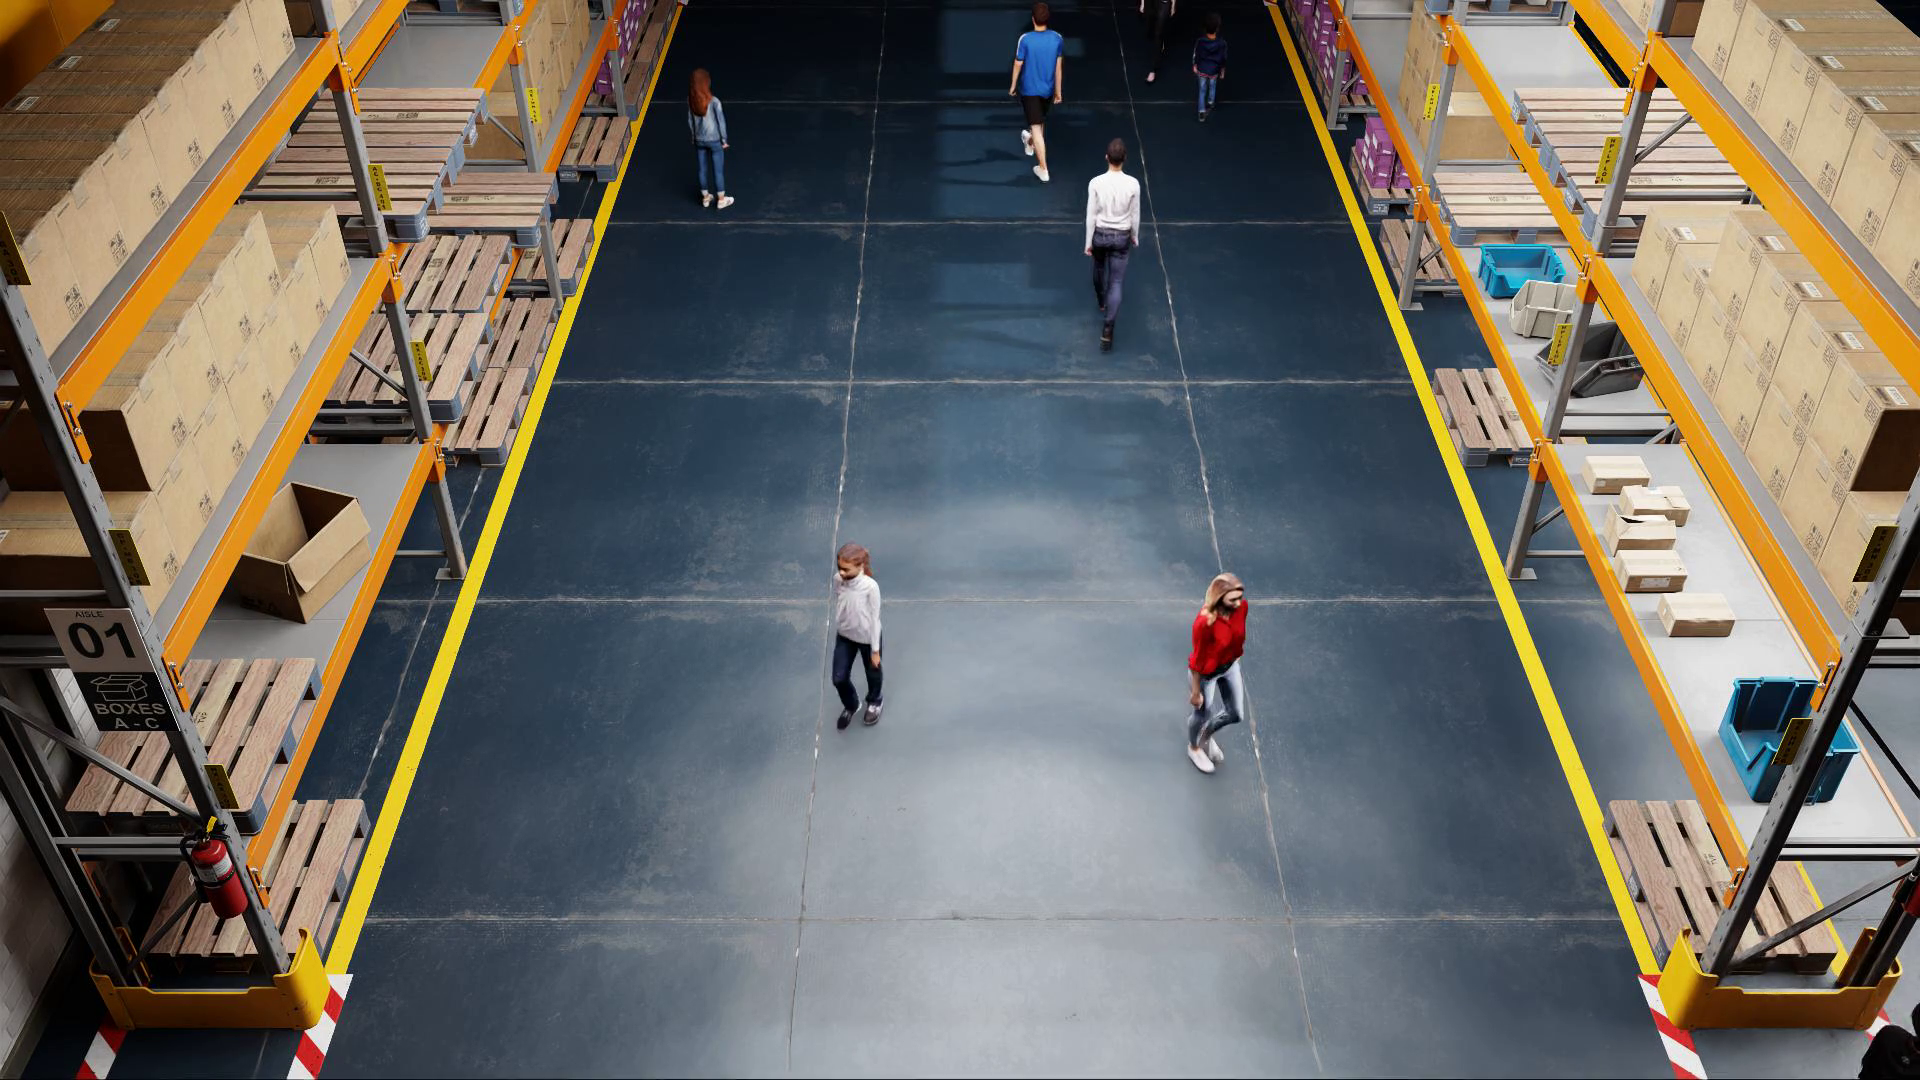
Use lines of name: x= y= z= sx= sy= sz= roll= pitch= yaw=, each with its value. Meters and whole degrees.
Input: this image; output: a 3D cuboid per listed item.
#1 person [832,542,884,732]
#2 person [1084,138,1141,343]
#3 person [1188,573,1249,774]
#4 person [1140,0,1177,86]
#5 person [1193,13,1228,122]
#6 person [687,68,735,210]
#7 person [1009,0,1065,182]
person: x=-0.629 y=0.585 z=11.153 sx=0.638 sy=1.541 sz=0.712 roll=12 pitch=40 yaw=15
person: x=1.362 y=-2.654 z=14.978 sx=0.781 sy=1.828 sz=1.285 roll=6 pitch=39 yaw=7
person: x=1.591 y=0.812 z=10.749 sx=0.742 sy=1.690 sz=0.768 roll=-24 pitch=44 yaw=-27
person: x=2.355 y=-6.313 z=19.628 sx=0.879 sy=1.743 sz=1.065 roll=18 pitch=42 yaw=21
person: x=2.809 y=-5.332 z=18.830 sx=0.615 sy=1.206 sz=0.764 roll=7 pitch=39 yaw=9
person: x=-2.592 y=-4.124 z=17.101 sx=0.618 sy=1.476 sz=0.600 roll=13 pitch=40 yaw=16
person: x=0.842 y=-4.696 z=17.542 sx=0.920 sy=1.820 sz=1.304 roll=-11 pitch=40 yaw=-13
